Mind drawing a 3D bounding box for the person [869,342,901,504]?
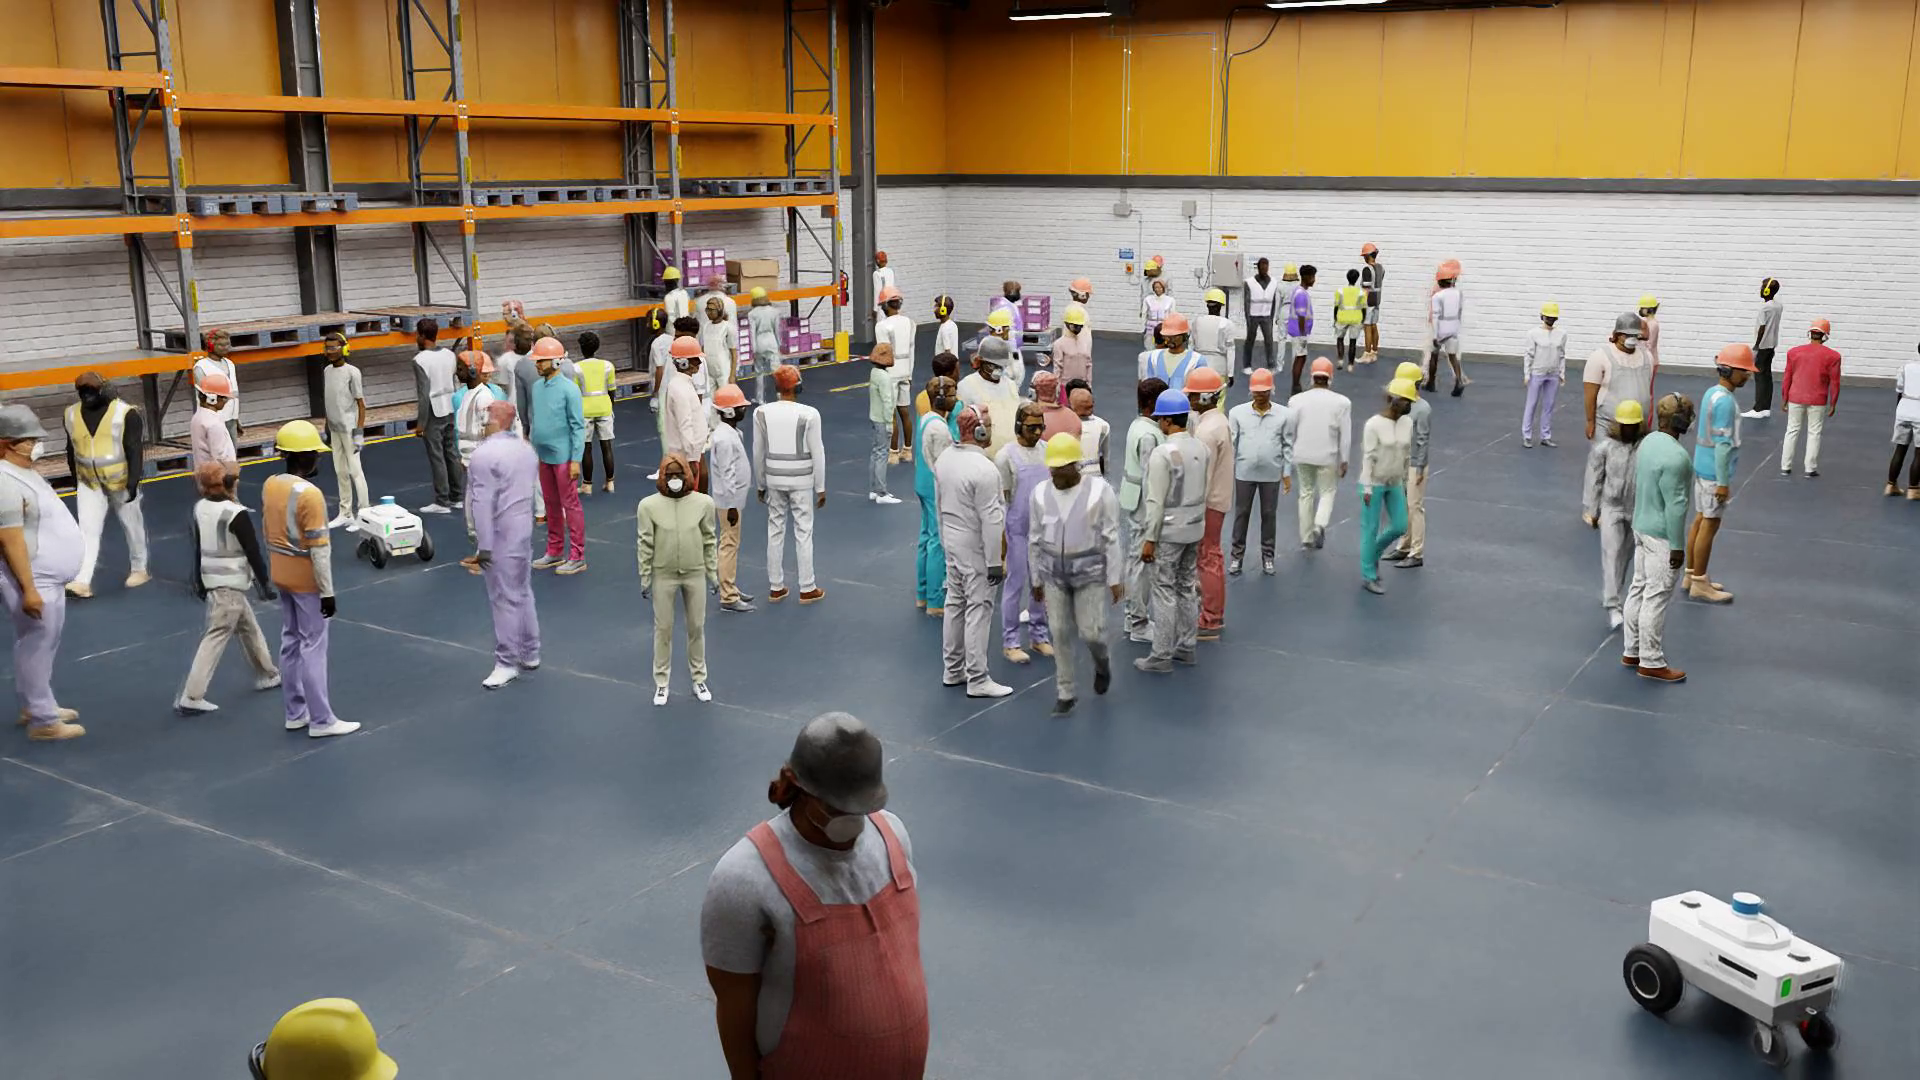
[{"bbox_3d":[-0.777,-1.190,16.854,0.267,1.635,0.509,-4,14,-17],"label":"person"}]

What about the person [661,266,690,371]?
[{"bbox_3d":[-4.087,-2.957,23.890,0.386,1.924,0.592,4,14,18],"label":"person"}]

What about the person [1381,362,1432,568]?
[{"bbox_3d":[3.820,-0.645,14.235,0.343,1.755,0.531,-3,13,-15],"label":"person"}]

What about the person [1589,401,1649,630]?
[{"bbox_3d":[4.977,-0.196,12.415,0.500,1.691,0.913,1,13,5],"label":"person"}]

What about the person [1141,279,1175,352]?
[{"bbox_3d":[3.022,-3.155,25.370,0.524,1.639,0.306,3,13,13],"label":"person"}]

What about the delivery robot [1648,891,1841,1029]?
[{"bbox_3d":[3.133,1.656,6.671,0.477,0.478,0.707,-6,14,-25],"label":"delivery robot"}]

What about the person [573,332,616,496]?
[{"bbox_3d":[-3.805,-1.305,17.214,0.536,1.700,0.318,-9,16,-35],"label":"person"}]

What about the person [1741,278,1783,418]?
[{"bbox_3d":[10.790,-2.575,22.341,0.518,1.876,0.326,-10,16,-36],"label":"person"}]

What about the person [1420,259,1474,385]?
[{"bbox_3d":[7.473,-3.306,25.353,0.899,1.941,0.631,10,16,36],"label":"person"}]

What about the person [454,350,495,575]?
[{"bbox_3d":[-4.051,-0.656,13.994,0.343,1.882,0.585,-7,15,-27],"label":"person"}]

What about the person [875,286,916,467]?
[{"bbox_3d":[-0.775,-1.851,18.858,0.399,2.029,0.614,10,16,37],"label":"person"}]

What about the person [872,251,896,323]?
[{"bbox_3d":[-1.309,-3.990,28.452,0.362,1.886,0.575,8,15,32],"label":"person"}]

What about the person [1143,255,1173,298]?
[{"bbox_3d":[3.560,-4.271,29.996,0.566,1.740,0.358,1,13,2],"label":"person"}]

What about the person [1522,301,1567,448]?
[{"bbox_3d":[7.041,-1.984,20.015,0.533,1.766,0.311,-2,13,-9],"label":"person"}]

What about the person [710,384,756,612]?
[{"bbox_3d":[-1.754,-0.328,12.850,0.321,1.755,0.566,-2,13,-7],"label":"person"}]

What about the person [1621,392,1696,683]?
[{"bbox_3d":[4.695,-0.023,11.134,0.372,1.939,0.632,0,13,2],"label":"person"}]

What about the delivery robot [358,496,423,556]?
[{"bbox_3d":[-4.953,-0.137,14.452,0.477,0.478,0.707,-10,16,-37],"label":"delivery robot"}]

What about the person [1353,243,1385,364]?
[{"bbox_3d":[6.922,-4.005,28.196,0.390,2.034,0.605,11,17,39],"label":"person"}]

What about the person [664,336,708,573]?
[{"bbox_3d":[-2.296,-0.724,14.049,0.377,1.995,0.612,-3,13,-13],"label":"person"}]

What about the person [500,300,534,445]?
[{"bbox_3d":[-4.943,-1.733,18.619,0.409,1.906,0.651,-2,13,-10],"label":"person"}]

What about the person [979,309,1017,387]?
[{"bbox_3d":[0.416,-1.610,18.244,0.404,1.830,0.602,-4,14,-18],"label":"person"}]

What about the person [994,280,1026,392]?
[{"bbox_3d":[0.668,-2.592,22.541,0.491,1.824,0.604,6,14,24],"label":"person"}]

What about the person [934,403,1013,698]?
[{"bbox_3d":[0.103,0.065,10.807,0.404,1.911,0.651,-8,15,-30],"label":"person"}]

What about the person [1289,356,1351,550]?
[{"bbox_3d":[3.160,-0.747,14.721,0.576,1.738,0.533,5,14,20],"label":"person"}]

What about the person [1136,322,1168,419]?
[{"bbox_3d":[1.984,-1.253,16.655,0.524,1.857,0.337,12,17,41],"label":"person"}]

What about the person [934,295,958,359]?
[{"bbox_3d":[-0.186,-1.943,19.608,0.323,1.871,0.528,1,13,6],"label":"person"}]

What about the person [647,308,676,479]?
[{"bbox_3d":[-3.243,-1.583,18.073,0.329,1.861,0.510,2,13,11],"label":"person"}]

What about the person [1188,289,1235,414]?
[{"bbox_3d":[3.016,-2.032,19.890,0.584,1.918,0.376,8,15,30],"label":"person"}]

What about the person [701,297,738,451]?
[{"bbox_3d":[-2.875,-1.960,19.735,0.515,1.844,0.333,8,15,30],"label":"person"}]

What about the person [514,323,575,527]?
[{"bbox_3d":[-3.875,-1.083,15.726,0.636,1.939,0.364,4,13,15],"label":"person"}]

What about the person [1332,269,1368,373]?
[{"bbox_3d":[6.336,-3.561,27.026,0.558,1.676,0.472,3,13,13],"label":"person"}]

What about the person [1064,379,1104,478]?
[{"bbox_3d":[0.949,-0.478,13.626,0.535,1.700,0.318,6,14,24],"label":"person"}]

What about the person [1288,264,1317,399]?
[{"bbox_3d":[4.930,-3.005,24.025,0.384,1.959,0.612,3,13,11],"label":"person"}]

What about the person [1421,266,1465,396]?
[{"bbox_3d":[7.162,-3.077,24.487,0.553,1.892,0.924,-3,13,-13],"label":"person"}]

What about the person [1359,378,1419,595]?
[{"bbox_3d":[3.401,-0.442,13.366,0.551,1.735,0.401,-6,14,-23],"label":"person"}]

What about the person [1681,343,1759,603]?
[{"bbox_3d":[6.000,-0.534,13.129,0.400,2.037,0.610,3,13,14],"label":"person"}]

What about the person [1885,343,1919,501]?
[{"bbox_3d":[9.762,-1.234,16.946,0.319,1.685,0.539,-5,14,-22],"label":"person"}]

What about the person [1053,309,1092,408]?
[{"bbox_3d":[1.307,-1.792,19.202,0.518,1.756,0.345,-8,15,-31],"label":"person"}]
